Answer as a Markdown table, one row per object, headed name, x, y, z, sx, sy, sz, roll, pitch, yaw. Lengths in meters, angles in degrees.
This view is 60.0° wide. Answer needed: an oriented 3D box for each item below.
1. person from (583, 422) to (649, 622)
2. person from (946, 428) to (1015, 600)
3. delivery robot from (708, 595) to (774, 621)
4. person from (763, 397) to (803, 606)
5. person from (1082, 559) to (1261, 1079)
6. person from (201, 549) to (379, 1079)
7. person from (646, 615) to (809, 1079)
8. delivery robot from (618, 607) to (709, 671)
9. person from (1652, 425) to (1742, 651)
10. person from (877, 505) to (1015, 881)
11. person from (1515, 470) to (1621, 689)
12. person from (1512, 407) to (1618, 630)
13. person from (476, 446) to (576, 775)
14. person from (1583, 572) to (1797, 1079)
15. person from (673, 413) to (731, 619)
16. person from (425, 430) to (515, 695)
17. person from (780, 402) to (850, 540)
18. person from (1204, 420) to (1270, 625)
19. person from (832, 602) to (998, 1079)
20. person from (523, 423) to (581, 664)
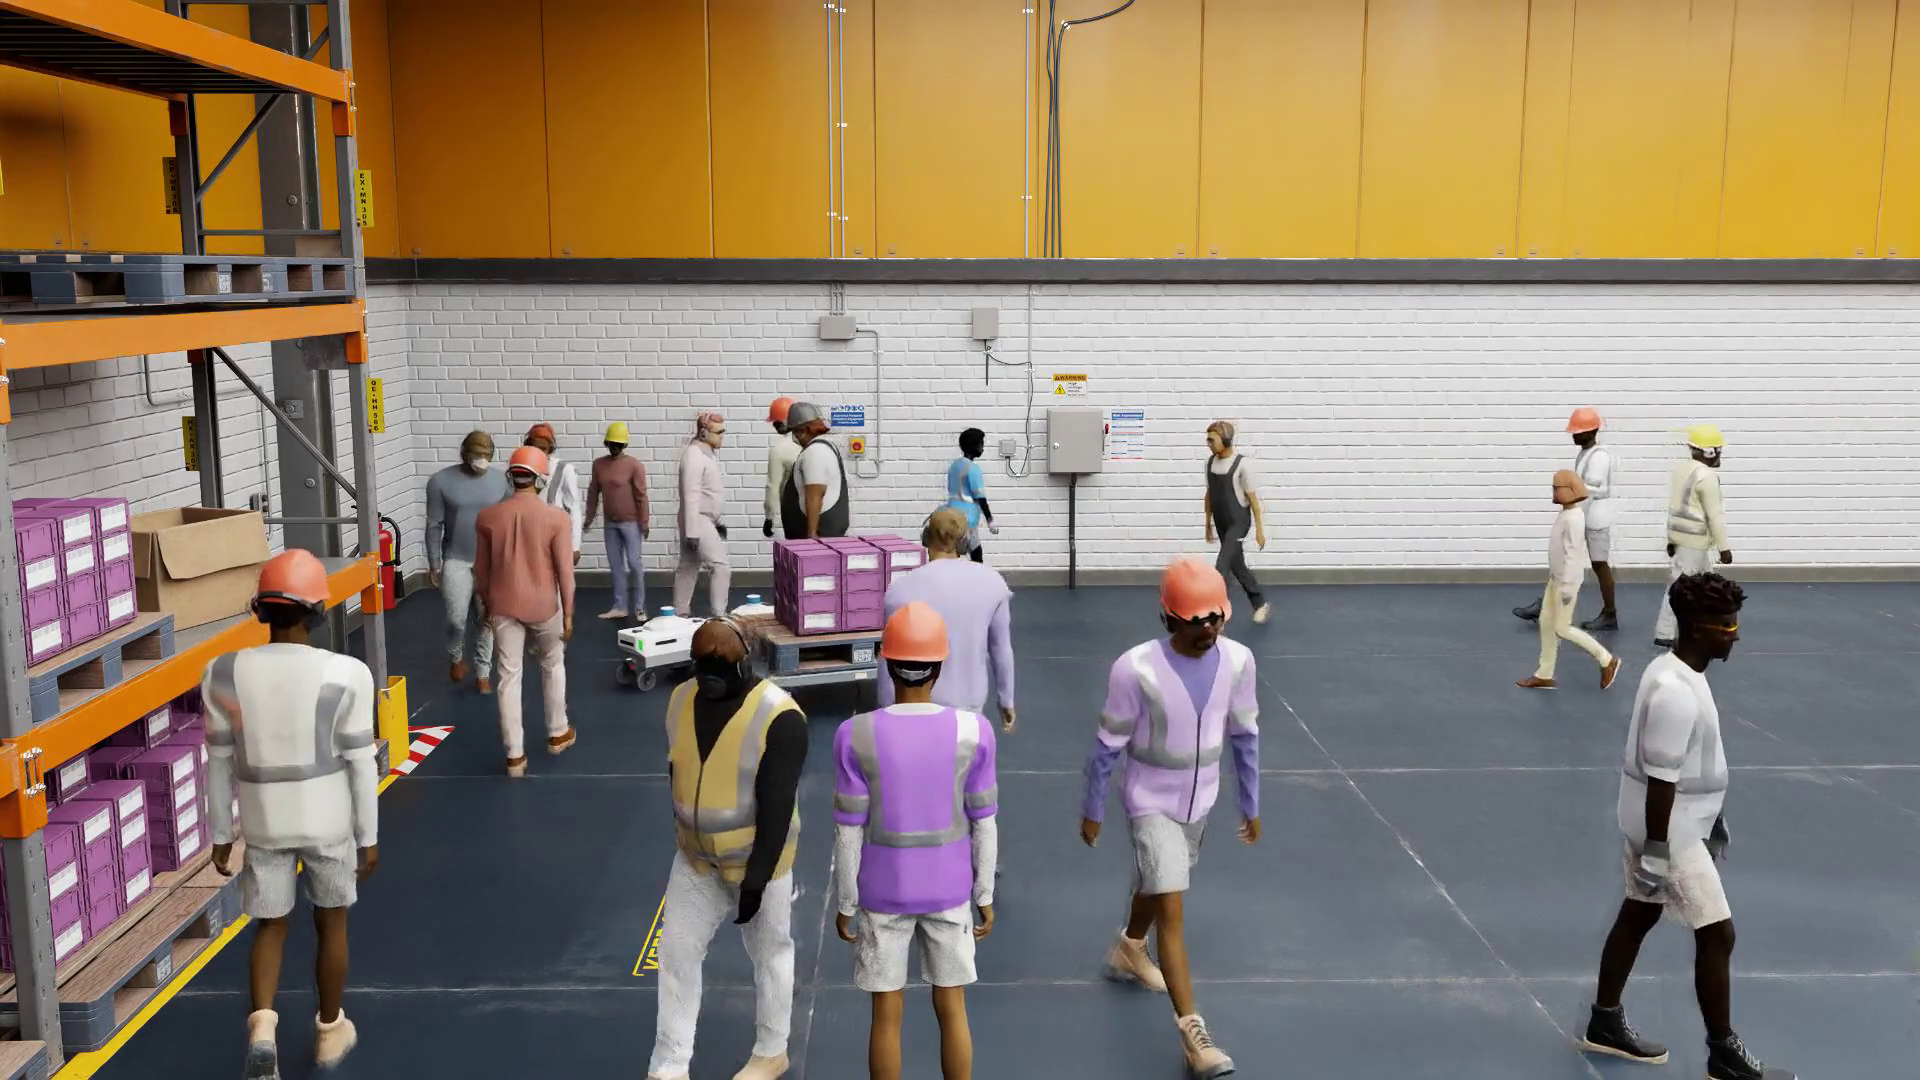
| name | x | y | z | sx | sy | sz | roll | pitch | yaw |
| --- | --- | --- | --- | --- | --- | --- | --- | --- | --- |
| person | -2.951 | -0.151 | 14.267 | 0.644 | 1.750 | 0.381 | 4 | 10 | 24 |
| person | 0.123 | -0.167 | 14.625 | 0.893 | 1.639 | 0.542 | -3 | 10 | -17 |
| delivery robot | -1.565 | 0.660 | 12.636 | 0.477 | 0.478 | 0.707 | 8 | 12 | 41 |
| person | -1.482 | -0.253 | 14.252 | 0.773 | 1.951 | 0.653 | 6 | 11 | 34 |
| person | 0.858 | 1.012 | 6.500 | 0.671 | 1.966 | 1.144 | -5 | 10 | -26 |
| person | -2.439 | 1.047 | 6.071 | 0.618 | 2.020 | 0.736 | -1 | 9 | -7 |
| person | -0.881 | 1.172 | 5.933 | 0.635 | 1.807 | 0.782 | 5 | 11 | 29 |
| delivery robot | -2.142 | 0.732 | 12.191 | 0.707 | 0.478 | 0.477 | -8 | 12 | -42 |
| person | 5.923 | -0.002 | 13.164 | 0.845 | 1.803 | 0.598 | 1 | 9 | 7 |
| person | -0.068 | 0.792 | 7.967 | 0.660 | 1.908 | 0.425 | -6 | 11 | -33 |
| person | 4.381 | 0.299 | 11.897 | 0.629 | 1.610 | 0.509 | 2 | 9 | 10 |
| person | 5.129 | -0.164 | 13.926 | 0.935 | 1.885 | 0.540 | 0 | 9 | 0 |
| person | -2.648 | 0.402 | 10.218 | 0.646 | 1.945 | 0.884 | 0 | 9 | 0 |
| person | 2.785 | 1.074 | 6.179 | 0.851 | 1.935 | 0.611 | 3 | 10 | 19 |
| person | -2.048 | -0.114 | 13.649 | 0.762 | 1.863 | 0.665 | -1 | 9 | -9 |
| person | -3.456 | 0.164 | 11.840 | 0.657 | 1.912 | 0.539 | -4 | 10 | -21 |
| person | -1.055 | -0.121 | 13.168 | 0.729 | 2.000 | 0.752 | 1 | 9 | 6 |
| person | 2.325 | -0.122 | 13.971 | 0.948 | 1.794 | 0.572 | -6 | 11 | -31 |
| person | -0.152 | 1.165 | 5.597 | 0.552 | 1.936 | 0.358 | -1 | 9 | -7 |
| person | -3.307 | 0.020 | 12.866 | 0.789 | 1.859 | 0.678 | 5 | 10 | 27 |
